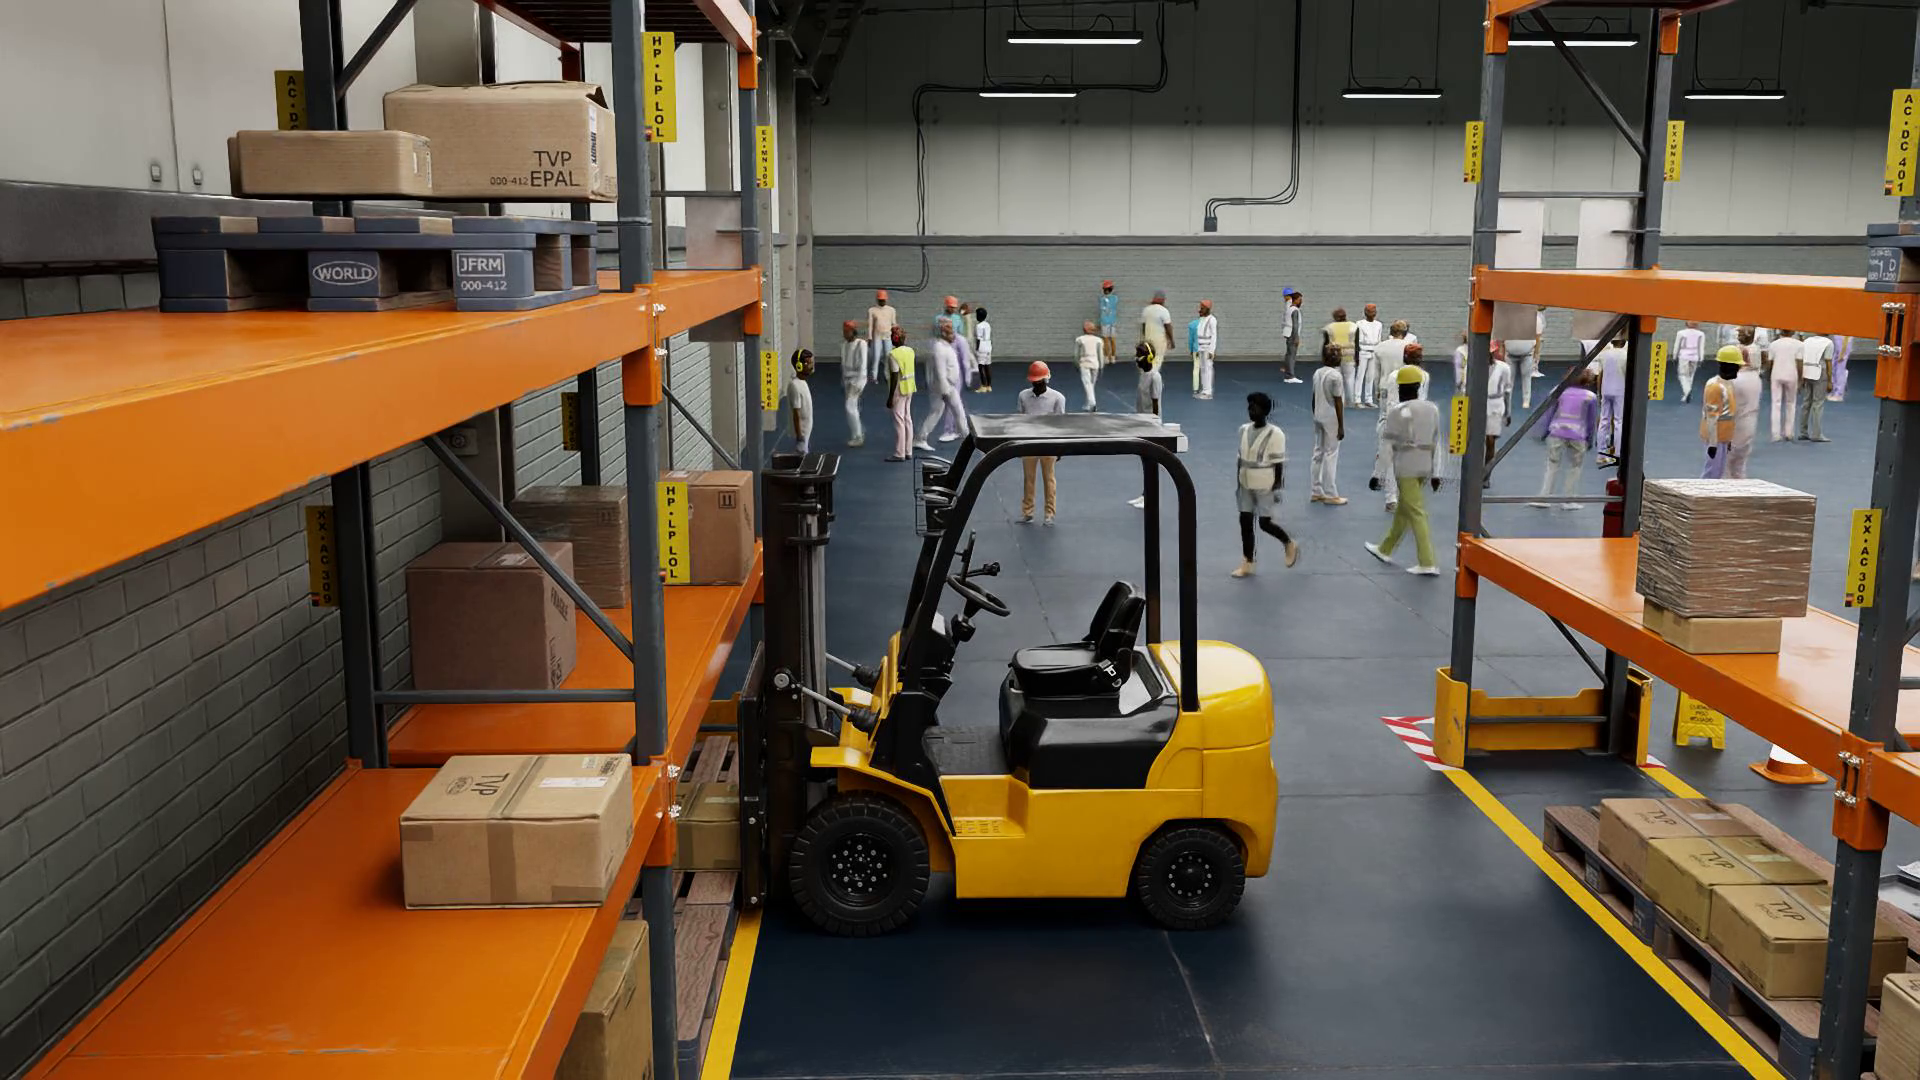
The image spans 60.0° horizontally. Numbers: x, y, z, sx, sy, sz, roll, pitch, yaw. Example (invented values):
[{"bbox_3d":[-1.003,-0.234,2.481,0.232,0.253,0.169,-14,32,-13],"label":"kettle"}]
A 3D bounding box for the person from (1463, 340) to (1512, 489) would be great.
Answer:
[{"bbox_3d":[6.483,-1.604,20.456,0.576,1.887,0.898,4,11,20],"label":"person"}]

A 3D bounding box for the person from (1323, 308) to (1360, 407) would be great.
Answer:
[{"bbox_3d":[6.864,-3.249,29.830,0.674,1.796,0.679,3,11,16],"label":"person"}]

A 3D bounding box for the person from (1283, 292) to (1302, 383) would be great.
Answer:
[{"bbox_3d":[7.089,-4.313,35.446,0.391,1.914,0.587,-1,10,-3],"label":"person"}]

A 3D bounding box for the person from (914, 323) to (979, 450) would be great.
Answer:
[{"bbox_3d":[-0.188,-2.191,23.841,0.966,1.845,0.665,3,11,14],"label":"person"}]

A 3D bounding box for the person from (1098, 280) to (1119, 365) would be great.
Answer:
[{"bbox_3d":[3.599,-5.301,40.586,0.375,2.044,0.605,10,14,43],"label":"person"}]

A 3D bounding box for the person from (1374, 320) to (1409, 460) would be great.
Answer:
[{"bbox_3d":[5.913,-2.023,22.631,0.627,1.933,0.369,9,13,41],"label":"person"}]

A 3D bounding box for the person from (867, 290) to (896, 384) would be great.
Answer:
[{"bbox_3d":[-1.640,-4.259,34.943,0.626,1.989,0.394,-3,11,-17],"label":"person"}]

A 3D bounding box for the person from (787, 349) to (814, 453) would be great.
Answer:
[{"bbox_3d":[-1.652,-1.072,17.507,0.314,1.869,0.536,0,10,0],"label":"person"}]

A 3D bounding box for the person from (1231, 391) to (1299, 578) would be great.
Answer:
[{"bbox_3d":[2.718,-0.497,14.847,0.576,1.682,0.541,-7,12,-34],"label":"person"}]

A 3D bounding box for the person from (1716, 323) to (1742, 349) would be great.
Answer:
[{"bbox_3d":[16.867,-4.377,36.425,0.885,1.703,0.505,-10,14,-43],"label":"person"}]

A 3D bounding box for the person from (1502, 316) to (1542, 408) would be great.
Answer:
[{"bbox_3d":[10.084,-3.391,29.950,0.676,2.000,0.536,5,11,27],"label":"person"}]

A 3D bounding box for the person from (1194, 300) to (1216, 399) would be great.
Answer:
[{"bbox_3d":[4.667,-3.619,31.690,0.458,1.877,0.639,-3,11,-19],"label":"person"}]

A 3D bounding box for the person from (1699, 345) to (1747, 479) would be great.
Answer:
[{"bbox_3d":[7.990,-1.083,17.458,0.407,1.915,0.592,8,13,38],"label":"person"}]

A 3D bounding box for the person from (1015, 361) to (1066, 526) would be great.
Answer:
[{"bbox_3d":[0.829,-1.020,17.567,0.561,1.742,0.337,5,11,26],"label":"person"}]

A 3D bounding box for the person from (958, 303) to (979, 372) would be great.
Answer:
[{"bbox_3d":[0.071,-4.649,38.187,0.601,1.602,0.562,-4,11,-24],"label":"person"}]

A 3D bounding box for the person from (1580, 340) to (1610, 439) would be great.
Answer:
[{"bbox_3d":[9.716,-2.484,25.265,0.586,1.912,0.383,4,11,19],"label":"person"}]

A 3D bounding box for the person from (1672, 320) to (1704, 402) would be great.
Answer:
[{"bbox_3d":[13.566,-3.352,30.913,0.516,1.615,0.635,0,10,2],"label":"person"}]

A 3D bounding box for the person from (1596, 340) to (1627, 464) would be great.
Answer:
[{"bbox_3d":[8.768,-1.912,22.256,0.345,1.846,0.507,-8,13,-39],"label":"person"}]

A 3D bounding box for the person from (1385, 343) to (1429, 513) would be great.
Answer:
[{"bbox_3d":[4.948,-1.236,18.383,0.585,1.882,0.337,-6,12,-29],"label":"person"}]

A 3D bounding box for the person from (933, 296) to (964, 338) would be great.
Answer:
[{"bbox_3d":[-0.207,-3.560,31.072,0.626,1.976,0.460,-8,13,-39],"label":"person"}]

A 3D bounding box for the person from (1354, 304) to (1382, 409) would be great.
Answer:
[{"bbox_3d":[7.309,-3.285,29.800,0.573,1.883,0.355,-5,11,-24],"label":"person"}]

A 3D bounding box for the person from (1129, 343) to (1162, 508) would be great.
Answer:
[{"bbox_3d":[2.102,-1.289,18.755,0.335,1.860,0.508,-2,10,-10],"label":"person"}]

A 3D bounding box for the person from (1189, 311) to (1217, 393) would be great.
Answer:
[{"bbox_3d":[4.815,-3.780,32.941,0.561,1.743,0.336,4,11,22],"label":"person"}]

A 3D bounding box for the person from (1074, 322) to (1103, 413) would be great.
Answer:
[{"bbox_3d":[2.287,-3.016,29.101,0.487,1.595,0.839,-3,11,-17],"label":"person"}]

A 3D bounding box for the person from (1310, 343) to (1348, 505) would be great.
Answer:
[{"bbox_3d":[4.210,-1.321,18.964,0.346,1.846,0.506,-5,11,-24],"label":"person"}]

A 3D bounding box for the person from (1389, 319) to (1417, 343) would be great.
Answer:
[{"bbox_3d":[7.736,-3.046,29.142,0.515,1.641,0.315,6,12,31],"label":"person"}]

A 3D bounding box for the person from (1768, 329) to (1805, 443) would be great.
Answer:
[{"bbox_3d":[12.393,-2.377,24.985,0.507,1.794,0.865,7,12,33],"label":"person"}]

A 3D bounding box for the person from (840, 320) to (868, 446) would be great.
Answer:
[{"bbox_3d":[-1.562,-2.266,24.191,0.579,1.855,0.615,-8,13,-38],"label":"person"}]

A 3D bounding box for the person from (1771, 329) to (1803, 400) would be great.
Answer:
[{"bbox_3d":[15.503,-3.516,31.159,0.505,1.863,0.324,3,11,17],"label":"person"}]

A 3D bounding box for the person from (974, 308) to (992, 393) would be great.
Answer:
[{"bbox_3d":[0.453,-3.749,32.936,0.322,1.690,0.535,4,11,23],"label":"person"}]

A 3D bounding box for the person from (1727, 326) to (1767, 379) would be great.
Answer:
[{"bbox_3d":[12.788,-2.846,27.208,0.712,1.940,0.632,-6,12,-32],"label":"person"}]

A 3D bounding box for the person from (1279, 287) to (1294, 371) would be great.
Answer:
[{"bbox_3d":[7.625,-4.888,38.578,0.400,1.938,0.602,4,11,20],"label":"person"}]

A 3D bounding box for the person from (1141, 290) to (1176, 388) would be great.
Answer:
[{"bbox_3d":[4.083,-4.107,33.940,0.651,2.000,0.695,-5,12,-28],"label":"person"}]

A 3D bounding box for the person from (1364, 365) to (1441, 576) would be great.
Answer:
[{"bbox_3d":[4.019,-0.644,15.114,0.606,1.877,0.975,-8,13,-36],"label":"person"}]

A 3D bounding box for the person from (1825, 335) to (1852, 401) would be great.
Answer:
[{"bbox_3d":[16.494,-3.505,31.175,0.359,1.836,0.524,2,10,10],"label":"person"}]

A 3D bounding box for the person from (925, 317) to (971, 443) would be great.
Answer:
[{"bbox_3d":[-0.238,-2.380,24.791,0.652,1.864,0.895,6,12,32],"label":"person"}]

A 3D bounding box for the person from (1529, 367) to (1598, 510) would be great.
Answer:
[{"bbox_3d":[6.763,-1.143,18.625,0.668,1.609,0.355,6,12,32],"label":"person"}]

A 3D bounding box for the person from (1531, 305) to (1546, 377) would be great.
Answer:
[{"bbox_3d":[12.868,-4.504,36.976,0.290,1.746,0.487,7,12,34],"label":"person"}]

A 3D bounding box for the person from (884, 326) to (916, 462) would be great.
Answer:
[{"bbox_3d":[-0.804,-1.980,22.632,0.389,1.846,0.566,5,11,24],"label":"person"}]

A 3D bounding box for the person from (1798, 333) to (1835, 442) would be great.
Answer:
[{"bbox_3d":[12.822,-2.390,24.917,0.374,1.843,0.575,-3,11,-15],"label":"person"}]

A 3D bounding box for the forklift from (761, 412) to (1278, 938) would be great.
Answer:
[{"bbox_3d":[0.291,0.548,7.580,2.313,2.155,1.214,0,10,-2],"label":"forklift"}]

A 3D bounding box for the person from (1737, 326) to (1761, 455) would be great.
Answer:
[{"bbox_3d":[11.064,-2.115,23.414,0.351,1.836,0.505,2,10,12],"label":"person"}]

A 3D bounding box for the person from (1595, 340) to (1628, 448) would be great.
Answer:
[{"bbox_3d":[9.541,-2.297,24.180,0.544,1.930,0.388,-4,11,-22],"label":"person"}]
